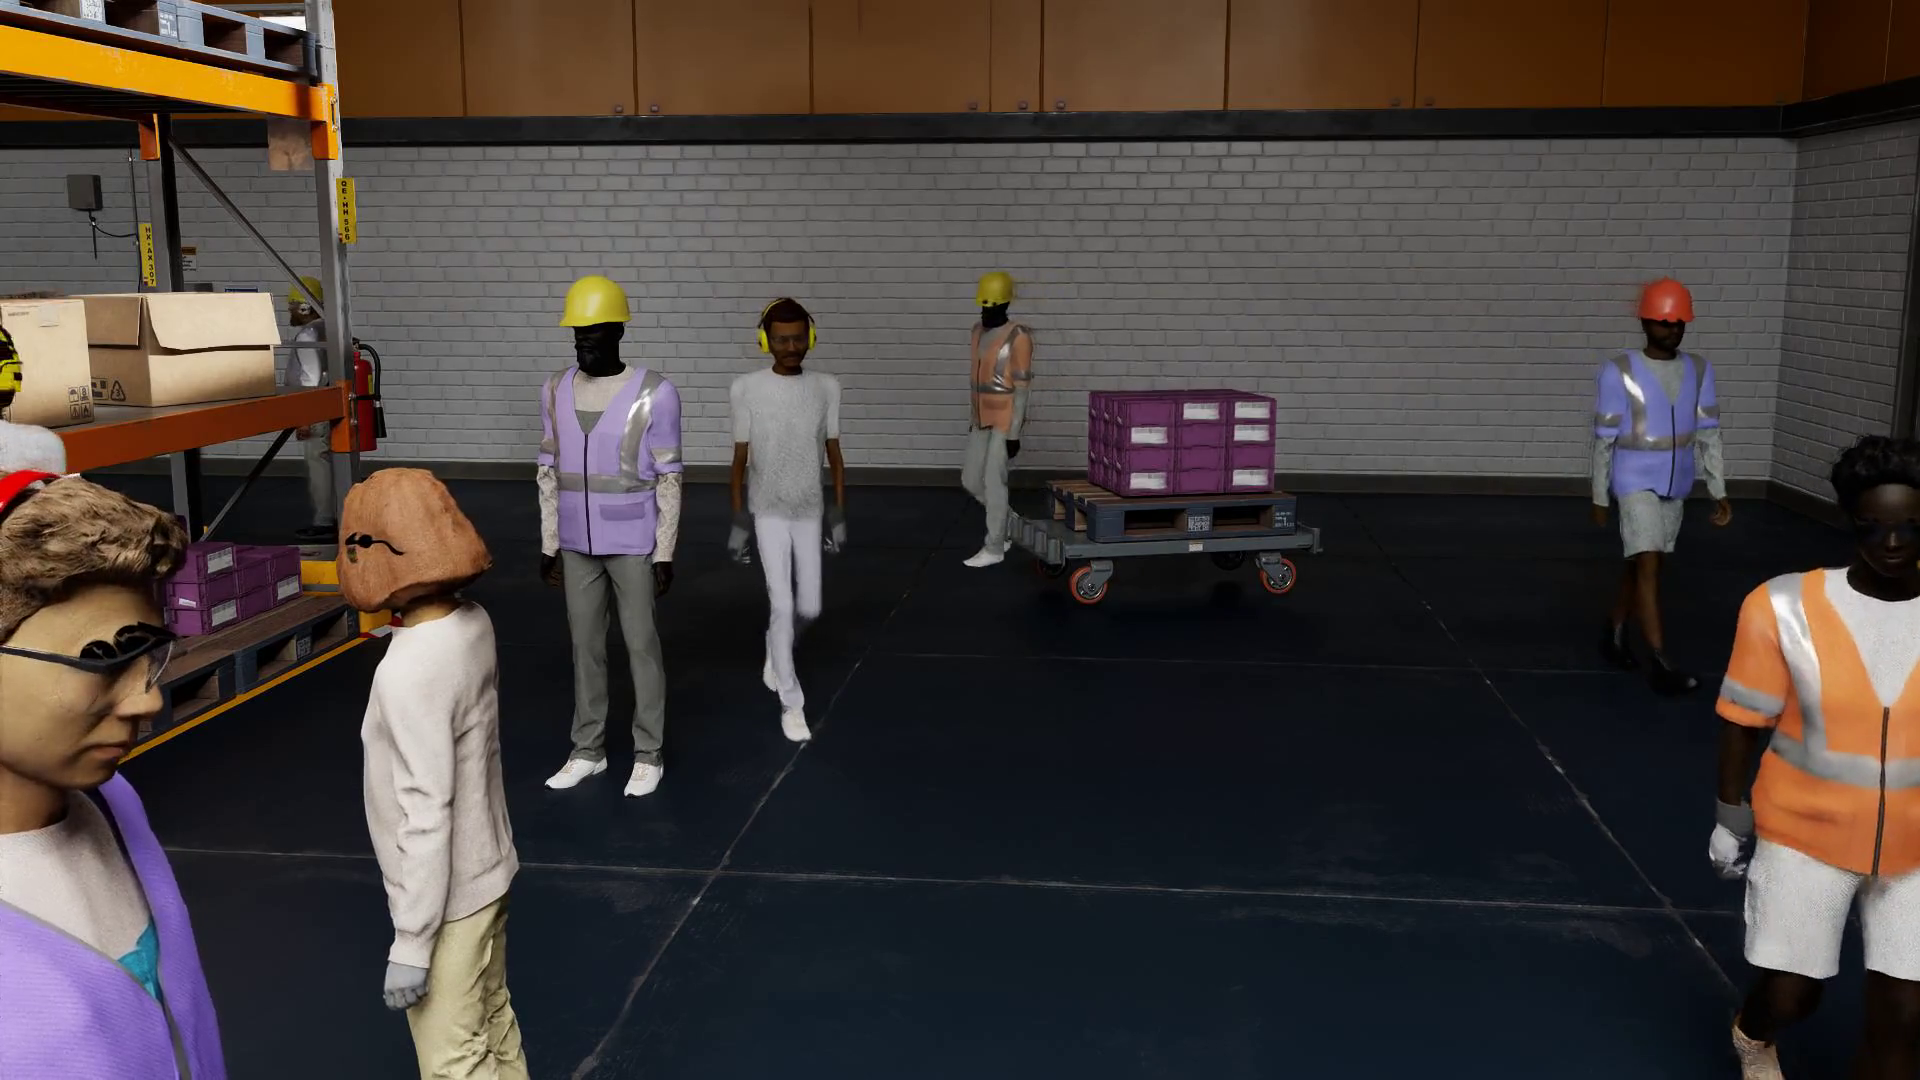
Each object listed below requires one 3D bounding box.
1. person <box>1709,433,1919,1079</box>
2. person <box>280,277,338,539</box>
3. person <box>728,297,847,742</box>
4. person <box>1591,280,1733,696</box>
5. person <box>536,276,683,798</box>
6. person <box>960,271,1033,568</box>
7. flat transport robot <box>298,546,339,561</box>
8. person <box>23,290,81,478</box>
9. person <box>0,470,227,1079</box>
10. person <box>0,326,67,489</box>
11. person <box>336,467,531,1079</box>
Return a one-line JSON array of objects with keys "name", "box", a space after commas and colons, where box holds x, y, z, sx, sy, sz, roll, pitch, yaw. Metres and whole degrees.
[{"name": "person", "box": [1.835, 0.594, 3.428, 0.553, 1.676, 0.507, 3, 10, 18]}, {"name": "person", "box": [-4.534, -0.917, 11.691, 0.404, 1.828, 0.618, -1, 10, -5]}, {"name": "person", "box": [-0.751, -0.111, 7.086, 0.529, 1.831, 0.734, -4, 11, -22]}, {"name": "person", "box": [3.245, -0.255, 7.724, 0.547, 1.884, 0.996, -2, 10, -10]}, {"name": "person", "box": [-1.306, -0.006, 6.171, 0.586, 1.928, 0.364, 3, 10, 17]}, {"name": "person", "box": [0.228, -0.754, 10.546, 0.466, 1.888, 0.650, -6, 12, -32]}, {"name": "flat transport robot", "box": [-3.806, 0.174, 9.878, 1.431, 0.197, 0.652, -2, 10, -10]}, {"name": "person", "box": [-5.215, -0.486, 9.277, 0.653, 1.803, 0.836, 7, 12, 34]}, {"name": "person", "box": [-0.851, 0.849, 1.530, 0.388, 1.838, 0.563, -1, 10, -7]}, {"name": "person", "box": [-2.842, 0.263, 4.902, 0.519, 1.839, 0.875, 2, 10, 9]}, {"name": "person", "box": [-0.975, 0.675, 3.111, 0.280, 1.631, 0.507, -1, 10, -3]}]
